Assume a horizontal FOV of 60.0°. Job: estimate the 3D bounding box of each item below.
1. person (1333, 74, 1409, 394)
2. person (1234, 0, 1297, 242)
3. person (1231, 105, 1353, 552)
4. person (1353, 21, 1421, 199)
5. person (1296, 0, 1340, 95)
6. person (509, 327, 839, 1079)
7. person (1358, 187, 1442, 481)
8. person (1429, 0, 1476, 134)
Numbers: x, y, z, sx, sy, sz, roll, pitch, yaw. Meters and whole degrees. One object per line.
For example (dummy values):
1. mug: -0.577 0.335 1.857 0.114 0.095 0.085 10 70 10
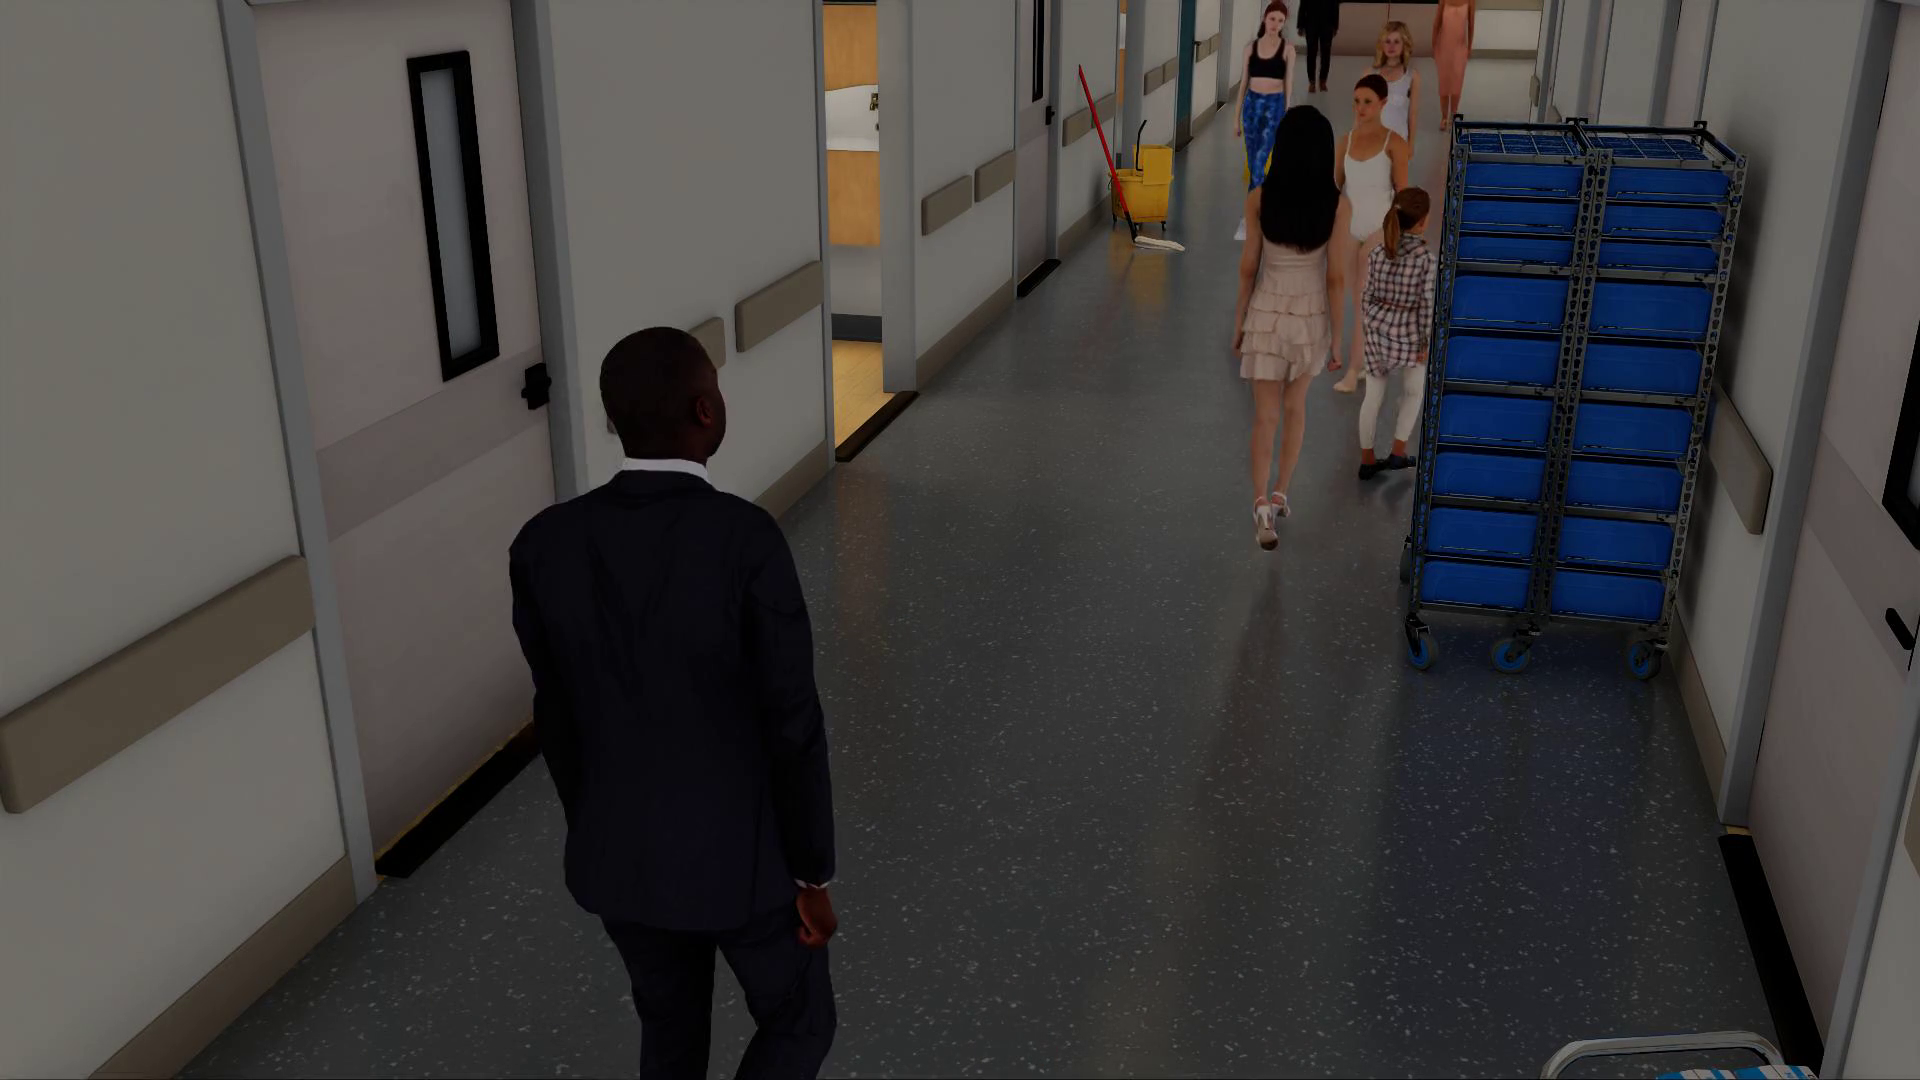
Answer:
1. person: 2.193 -1.605 8.769 0.807 1.617 0.958 18 27 39
2. person: 2.355 -3.201 12.804 0.755 1.745 1.239 10 23 25
3. person: 1.243 -0.759 6.412 0.585 1.705 1.011 5 21 12
4. person: 3.169 -2.961 12.317 0.704 1.641 1.075 9 22 22
5. person: 4.982 -7.112 23.063 0.770 1.792 0.941 4 21 10
6. person: -0.476 0.565 2.769 0.746 1.810 0.756 8 22 20
7. person: 1.879 -0.889 7.330 0.627 1.298 0.633 15 25 34
8. person: 5.618 -5.580 18.989 0.658 1.811 0.880 9 22 22
